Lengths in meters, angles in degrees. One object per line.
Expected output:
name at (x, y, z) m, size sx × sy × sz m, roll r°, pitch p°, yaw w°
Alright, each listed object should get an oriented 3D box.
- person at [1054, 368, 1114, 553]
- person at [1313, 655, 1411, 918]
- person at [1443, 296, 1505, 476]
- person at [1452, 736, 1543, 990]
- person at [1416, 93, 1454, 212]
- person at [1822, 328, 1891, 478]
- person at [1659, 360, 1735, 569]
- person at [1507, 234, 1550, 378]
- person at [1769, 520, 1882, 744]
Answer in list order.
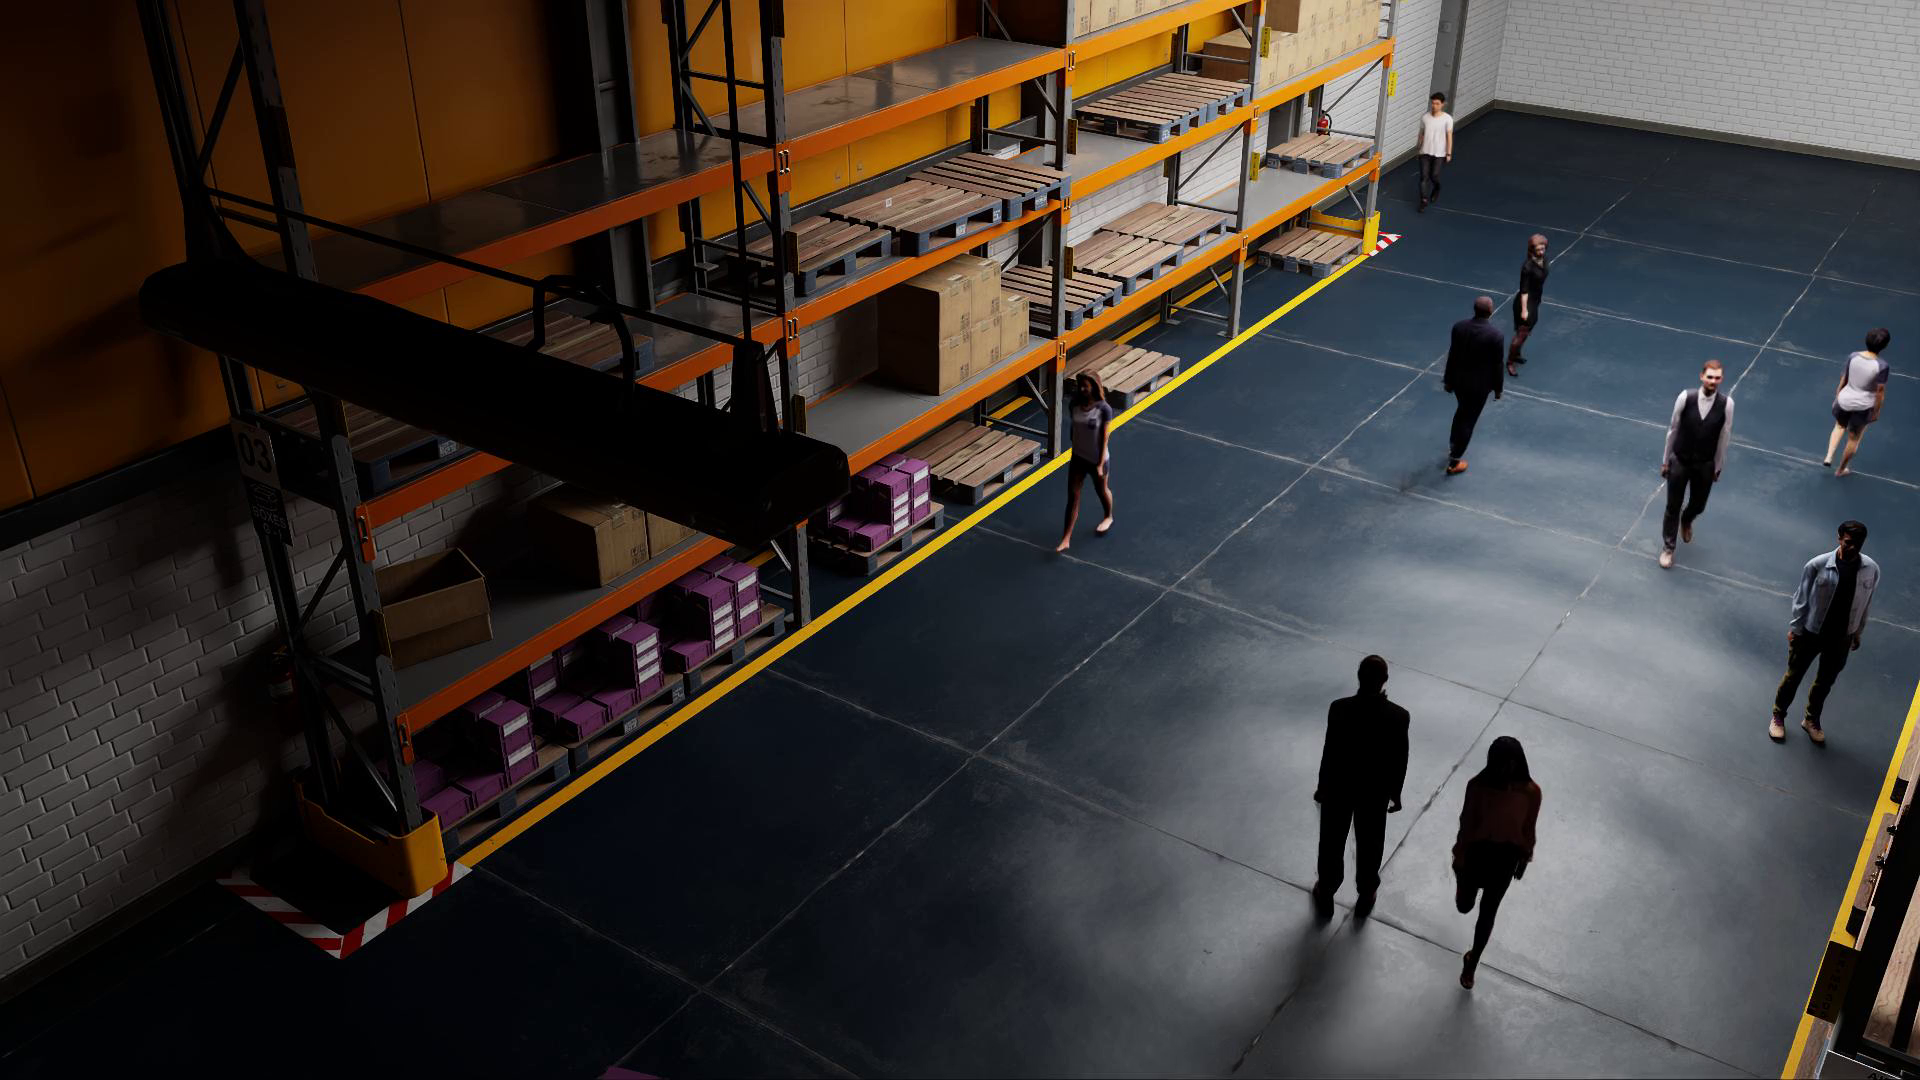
person at (1.227, -0.748, 15.015) m, size 0.642 × 1.679 × 1.084 m, roll 17°, pitch 33°, yaw 28°
person at (2.522, 1.563, 10.544) m, size 0.796 × 1.904 × 0.772 m, roll 4°, pitch 29°, yaw 8°
person at (4.939, -1.483, 16.233) m, size 0.830 × 1.803 × 0.793 m, roll -20°, pitch 35°, yaw -33°
person at (3.183, 1.885, 10.075) m, size 0.833 × 1.788 × 0.981 m, roll 5°, pitch 29°, yaw 9°
person at (6.815, -5.584, 23.857) m, size 0.648 × 1.702 × 0.773 m, roll 21°, pitch 35°, yaw 33°
person at (8.701, -1.322, 16.201) m, size 0.668 × 1.551 × 0.652 m, roll -20°, pitch 35°, yaw -32°
person at (6.483, -0.731, 14.727) m, size 0.775 × 1.925 × 0.944 m, roll 11°, pitch 31°, yaw 20°
person at (6.271, -2.601, 18.423) m, size 0.851 × 1.670 × 0.518 m, roll 15°, pitch 32°, yaw 25°
person at (6.392, 0.668, 12.281) m, size 0.761 × 1.811 × 0.733 m, roll 4°, pitch 29°, yaw 8°
